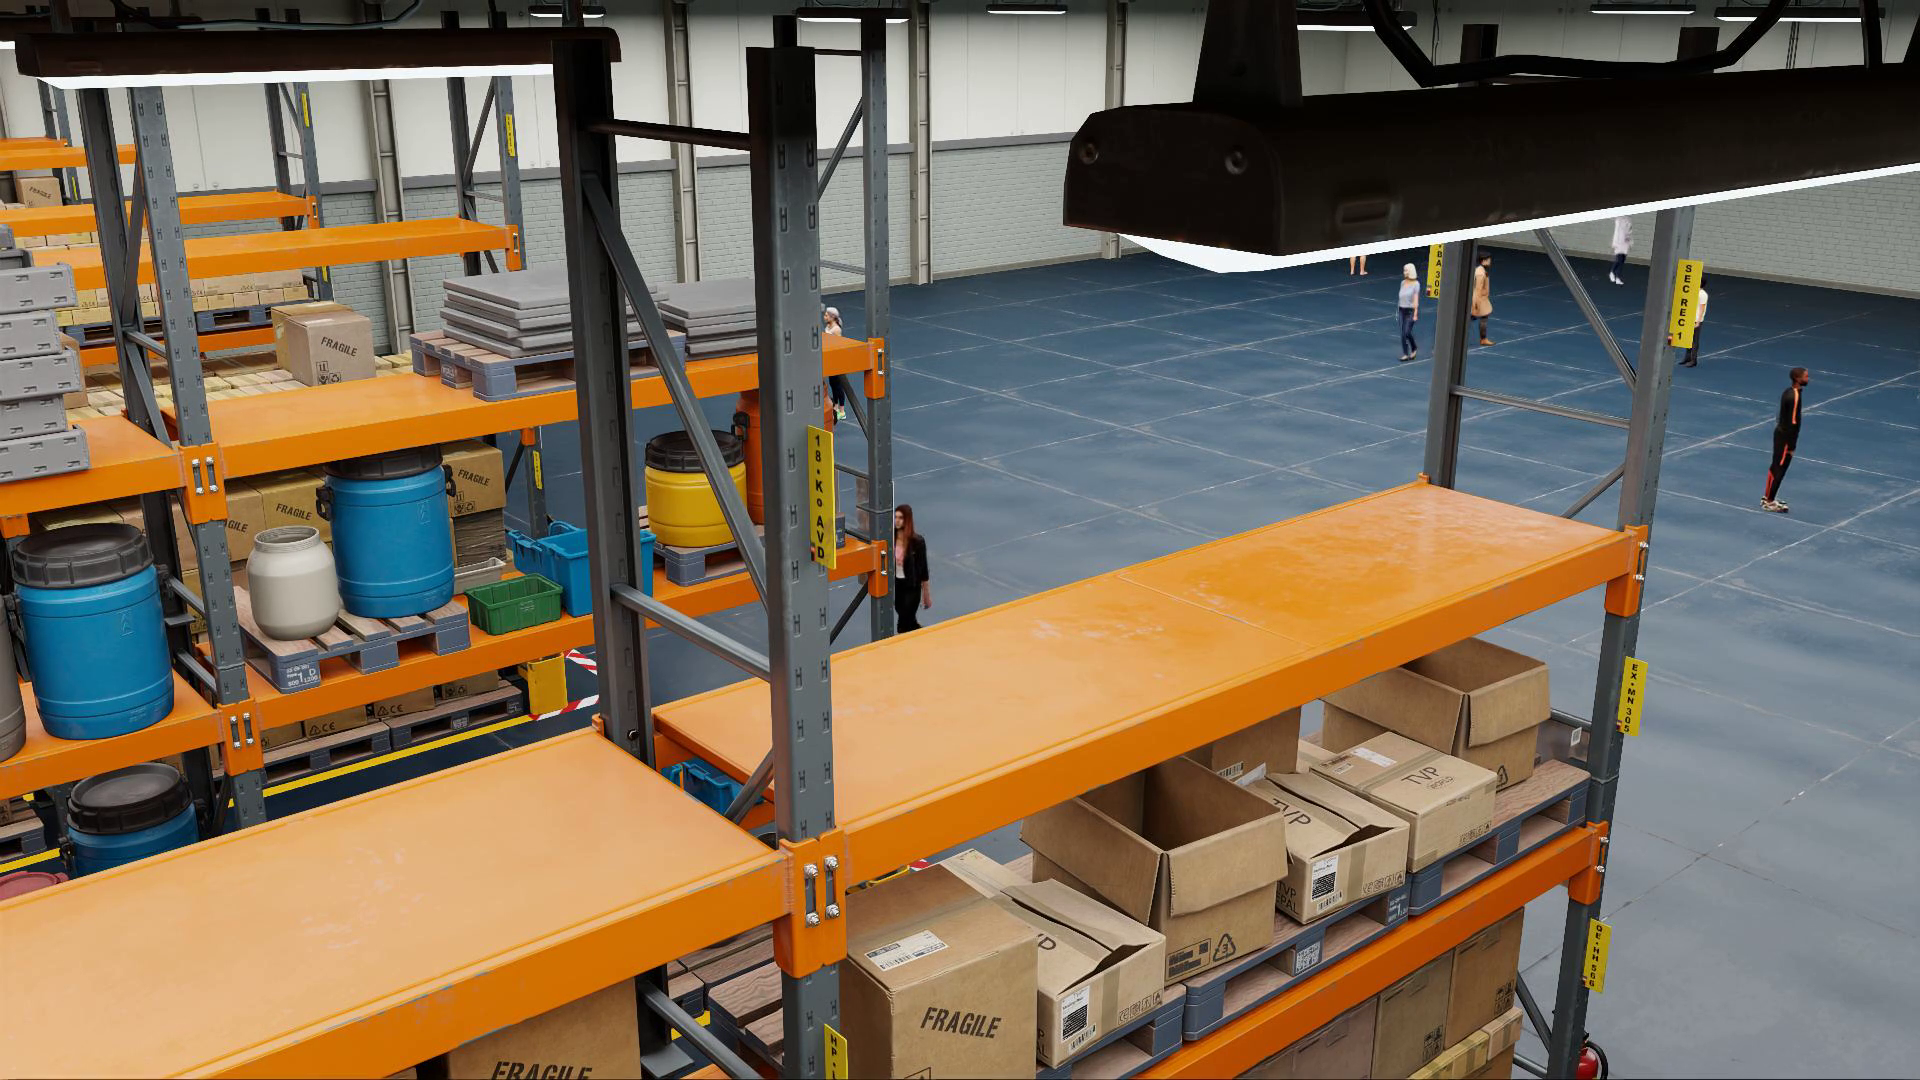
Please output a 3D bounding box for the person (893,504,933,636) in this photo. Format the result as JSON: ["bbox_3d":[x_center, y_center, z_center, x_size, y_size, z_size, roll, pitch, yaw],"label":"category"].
[{"bbox_3d":[-0.455,0.476,15.522,0.868,1.667,1.234,11,21,30],"label":"person"}]

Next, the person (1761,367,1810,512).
[{"bbox_3d":[10.225,-1.265,20.645,0.765,1.805,0.666,5,19,15],"label":"person"}]

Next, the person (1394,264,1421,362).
[{"bbox_3d":[7.900,-3.979,29.134,0.645,1.709,0.636,-10,21,-29],"label":"person"}]

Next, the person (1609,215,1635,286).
[{"bbox_3d":[14.689,-6.583,37.039,0.713,1.765,0.801,-5,19,-15],"label":"person"}]

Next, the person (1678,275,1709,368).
[{"bbox_3d":[12.711,-3.797,28.765,0.679,1.590,0.651,-1,18,-2],"label":"person"}]

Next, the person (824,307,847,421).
[{"bbox_3d":[-1.897,-2.686,25.171,0.604,1.703,0.651,-9,20,-25],"label":"person"}]
